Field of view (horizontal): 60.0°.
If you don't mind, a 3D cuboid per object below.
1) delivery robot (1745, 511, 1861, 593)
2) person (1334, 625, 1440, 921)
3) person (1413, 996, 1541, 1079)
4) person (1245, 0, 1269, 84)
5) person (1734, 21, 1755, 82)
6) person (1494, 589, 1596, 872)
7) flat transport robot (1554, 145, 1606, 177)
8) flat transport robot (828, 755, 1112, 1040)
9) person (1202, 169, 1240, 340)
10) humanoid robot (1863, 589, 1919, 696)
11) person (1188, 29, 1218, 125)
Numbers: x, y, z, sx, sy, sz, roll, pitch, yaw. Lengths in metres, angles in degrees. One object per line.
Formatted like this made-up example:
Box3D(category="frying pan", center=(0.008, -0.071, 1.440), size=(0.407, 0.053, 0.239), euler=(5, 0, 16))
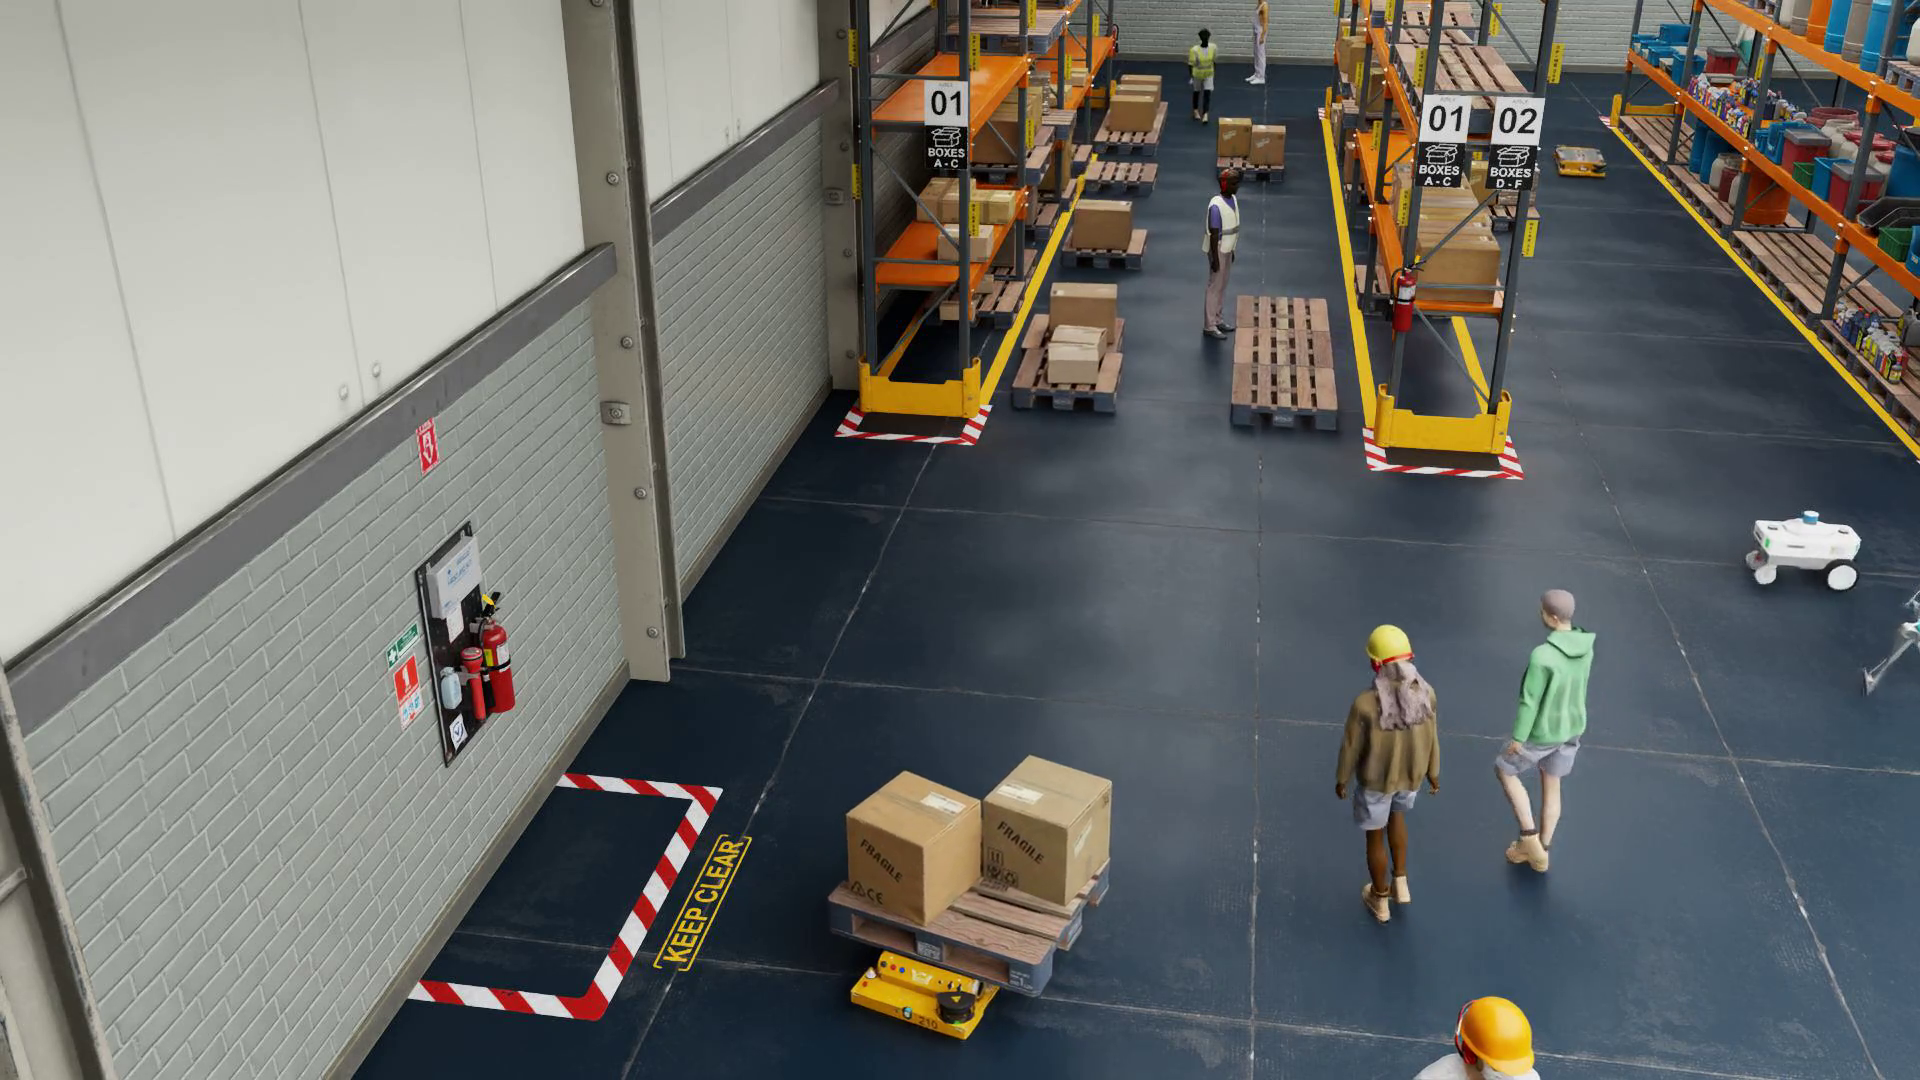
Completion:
Box3D(category="delivery robot", center=(6.560, 0.077, 12.878), size=(0.803, 0.614, 0.499), euler=(3, 25, 7))
Box3D(category="person", center=(2.295, 1.261, 8.913), size=(0.566, 1.741, 0.431), euler=(-5, 25, -10))
Box3D(category="person", center=(1.865, 2.459, 6.189), size=(0.572, 1.889, 0.385), euler=(-2, 25, -5))
Box3D(category="person", center=(5.866, -9.964, 32.802), size=(0.379, 1.860, 0.530), euler=(-3, 25, -6))
Box3D(category="person", center=(15.399, -9.857, 32.750), size=(0.837, 1.705, 0.588), euler=(13, 28, 26))
Box3D(category="person", center=(3.273, 1.078, 9.320), size=(0.523, 1.719, 0.396), euler=(-13, 28, -25))
Box3D(category="flat transport robot", center=(9.698, -5.927, 26.043), size=(0.659, 0.231, 1.431), euler=(6, 26, 13))
Box3D(category="flat transport robot", center=(0.043, 2.079, 8.908), size=(0.659, 0.231, 1.431), euler=(12, 27, 23))
Box3D(category="person", center=(2.859, -3.145, 18.226), size=(0.385, 1.845, 0.569), euler=(12, 28, 24))
Box3D(category="humanoid robot", center=(6.493, 0.281, 11.060), size=(0.898, 1.801, 0.541), euler=(2, 25, 4))
Box3D(category="person", center=(4.239, -8.136, 29.157), size=(0.536, 1.614, 0.945), euler=(-1, 25, -3))
